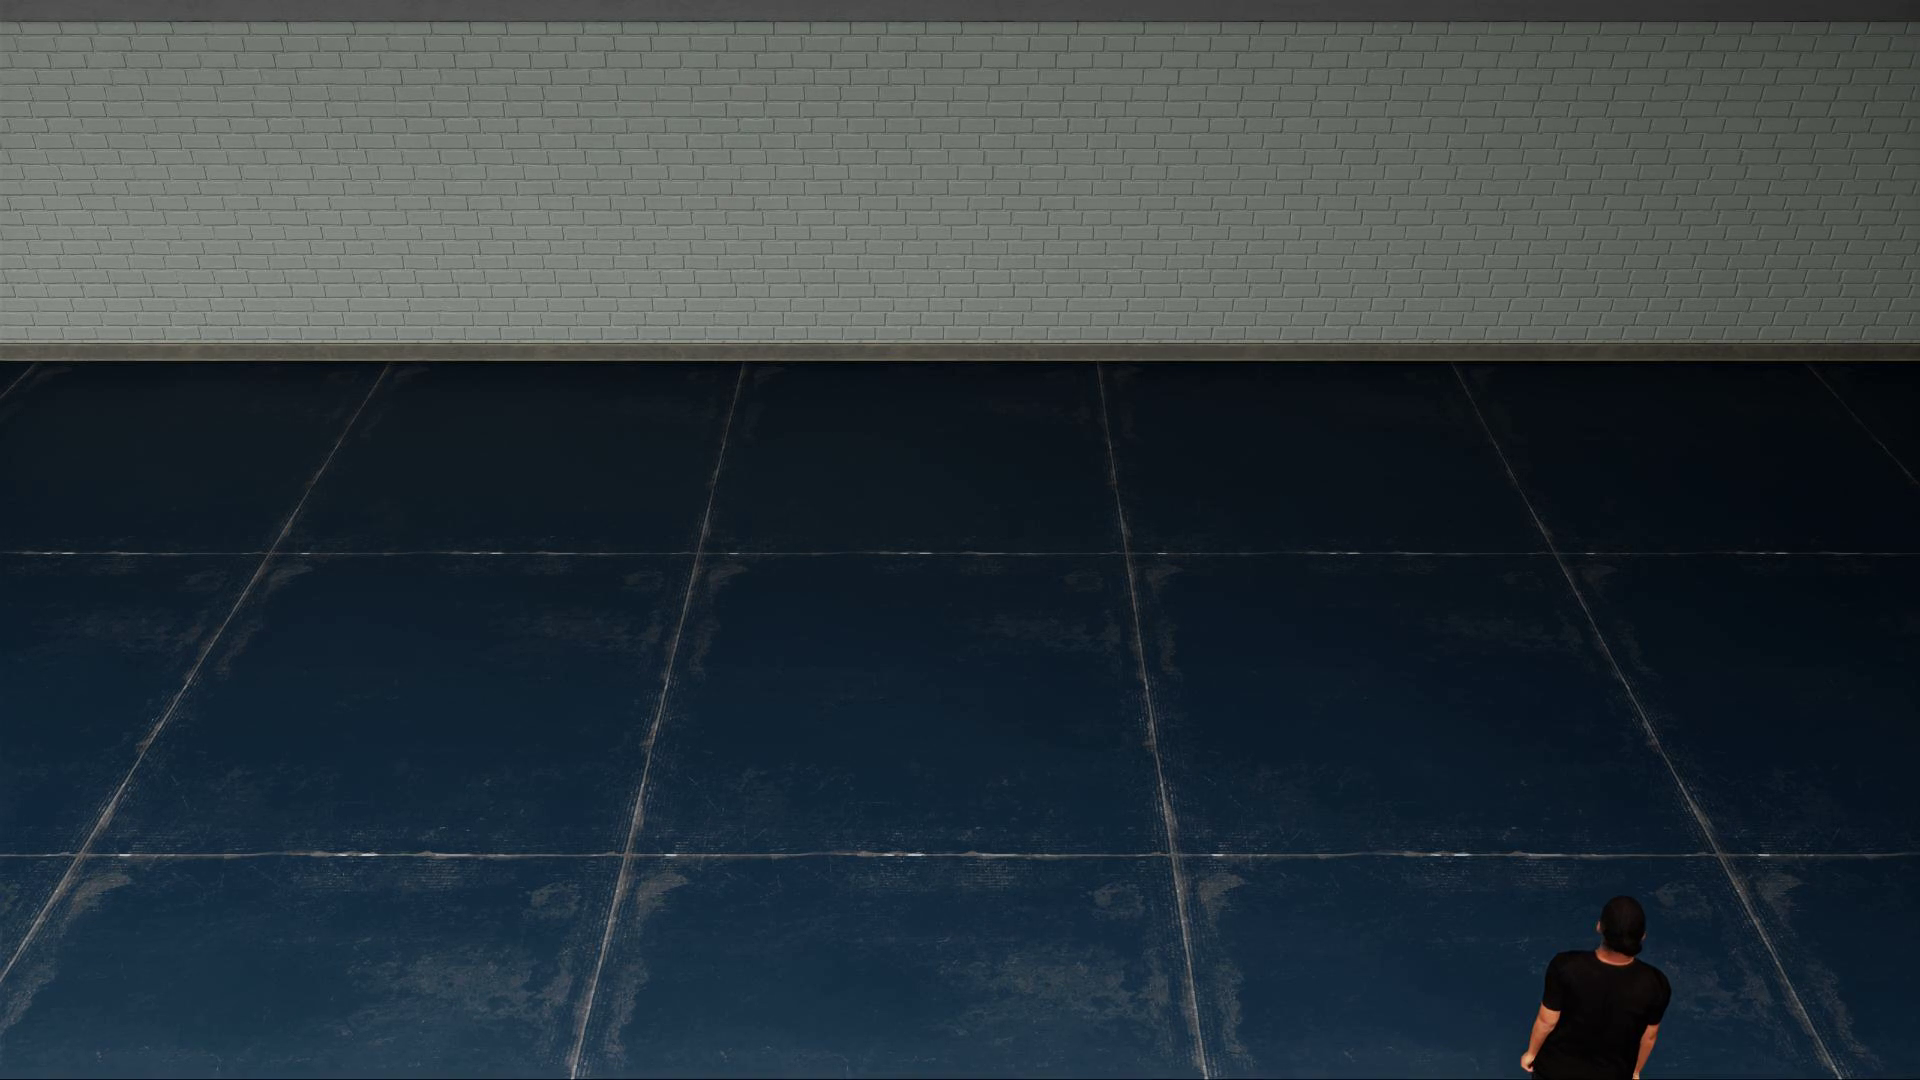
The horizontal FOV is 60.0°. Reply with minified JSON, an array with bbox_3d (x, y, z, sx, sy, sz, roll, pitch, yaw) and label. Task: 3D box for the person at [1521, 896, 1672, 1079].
[{"bbox_3d":[2.577,2.152,6.856,0.677,1.756,0.634,8,34,12],"label":"person"}]
